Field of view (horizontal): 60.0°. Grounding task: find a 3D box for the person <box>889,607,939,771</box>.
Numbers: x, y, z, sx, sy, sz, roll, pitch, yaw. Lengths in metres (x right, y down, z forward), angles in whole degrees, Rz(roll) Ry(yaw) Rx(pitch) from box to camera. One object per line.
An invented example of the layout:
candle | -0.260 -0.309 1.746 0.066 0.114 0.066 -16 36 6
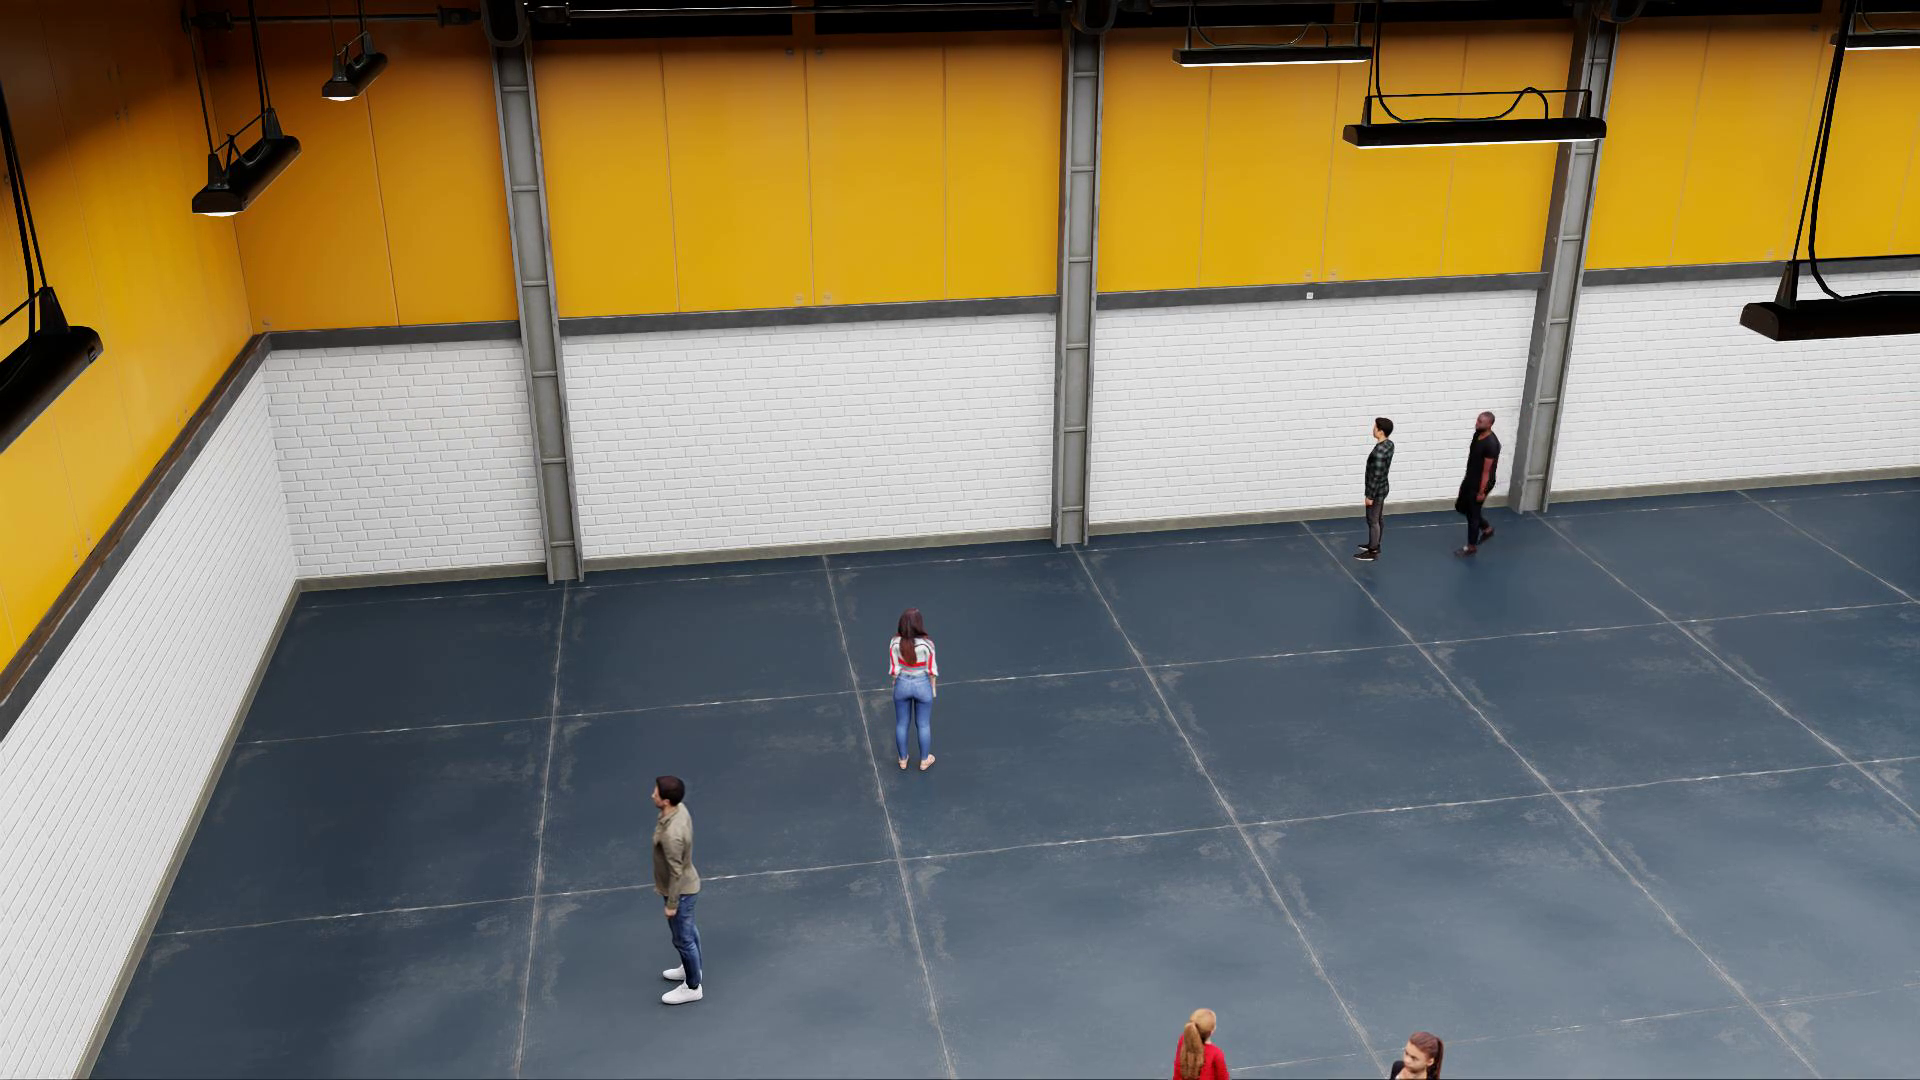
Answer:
person | -0.430 1.351 15.199 0.556 1.613 0.714 3 24 8

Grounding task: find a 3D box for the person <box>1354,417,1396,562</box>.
person | 4.792 -0.608 19.116 0.734 1.715 0.747 11 26 23

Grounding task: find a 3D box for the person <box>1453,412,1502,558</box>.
person | 6.175 -0.660 19.561 0.776 1.807 0.689 -2 24 -6

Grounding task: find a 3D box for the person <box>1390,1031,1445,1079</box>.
person | 2.711 3.618 10.087 0.664 1.555 0.628 -16 28 -33

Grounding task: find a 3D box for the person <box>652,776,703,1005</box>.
person | -2.050 2.542 12.164 0.578 1.864 0.714 -2 24 -5

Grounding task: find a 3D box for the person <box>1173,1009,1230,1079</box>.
person | 1.476 3.569 10.576 0.933 1.253 0.799 -22 32 -40
